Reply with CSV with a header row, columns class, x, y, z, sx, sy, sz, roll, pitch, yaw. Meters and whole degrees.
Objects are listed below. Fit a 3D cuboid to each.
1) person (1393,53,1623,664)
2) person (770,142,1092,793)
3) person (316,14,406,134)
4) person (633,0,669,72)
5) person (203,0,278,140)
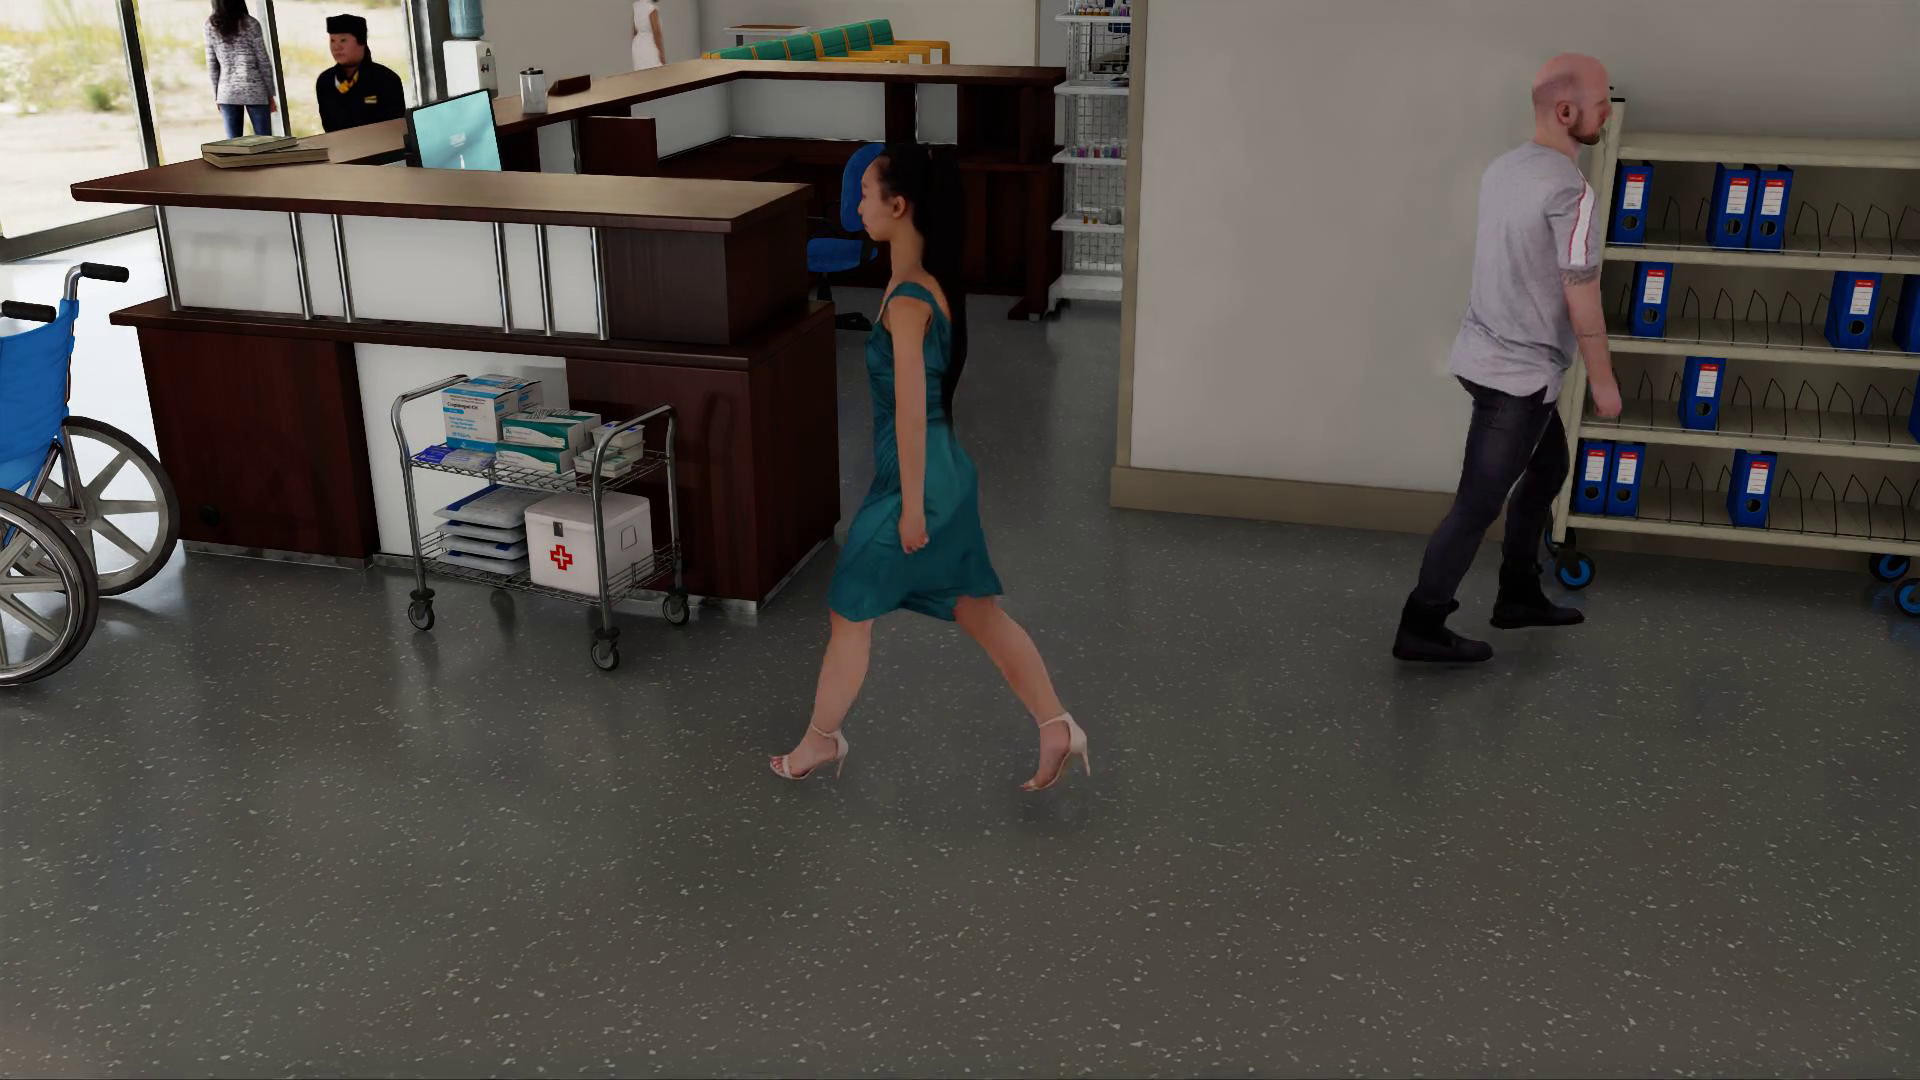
class,x,y,z,sx,sy,sz,roll,pitch,yaw
person,1.512,-0.461,4.831,0.982,1.802,0.827,-1,21,-2
person,-0.004,-0.088,4.070,1.066,1.643,0.587,4,21,10
person,-3.156,-1.992,9.114,1.004,1.630,0.823,4,21,9
person,-3.270,-5.111,17.482,0.607,1.537,0.720,9,22,22
person,-5.476,-3.400,12.690,0.599,1.731,0.739,-3,21,-8
